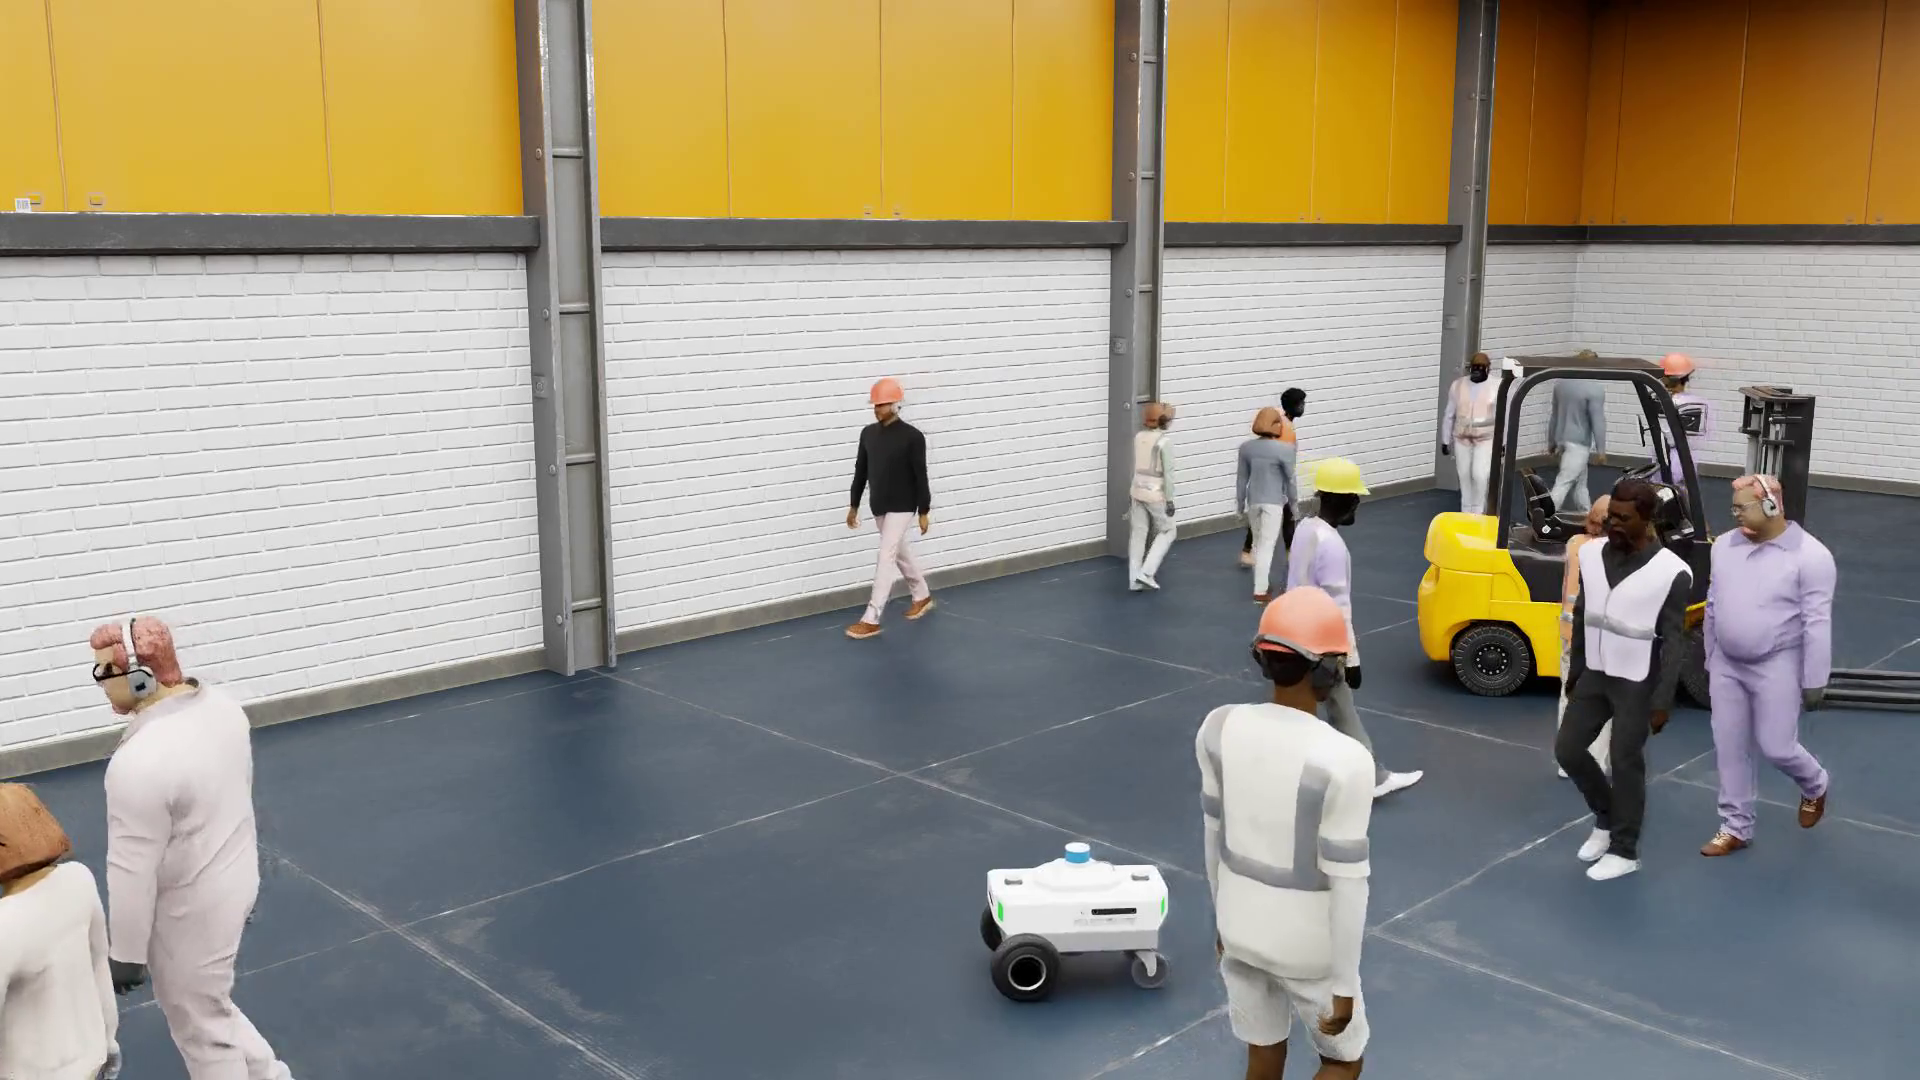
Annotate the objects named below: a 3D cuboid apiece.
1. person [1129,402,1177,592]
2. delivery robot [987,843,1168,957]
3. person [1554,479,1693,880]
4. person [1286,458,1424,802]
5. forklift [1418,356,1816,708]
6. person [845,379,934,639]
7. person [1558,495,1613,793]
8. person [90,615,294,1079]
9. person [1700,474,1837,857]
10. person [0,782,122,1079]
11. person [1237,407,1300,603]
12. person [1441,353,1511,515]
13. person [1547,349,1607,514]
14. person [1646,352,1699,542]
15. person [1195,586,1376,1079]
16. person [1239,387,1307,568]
[{"bbox_3d":[1.612,-0.347,13.966,0.377,1.620,0.597,-6,12,-30],"label":"person"},{"bbox_3d":[0.474,1.469,6.730,0.707,0.478,0.477,-1,10,-5],"label":"delivery robot"},{"bbox_3d":[3.072,0.652,7.756,0.452,1.904,0.627,-6,12,-29],"label":"person"},{"bbox_3d":[1.935,0.507,8.640,1.018,1.868,0.615,0,10,2],"label":"person"},{"bbox_3d":[4.276,-0.101,11.076,2.313,2.155,1.214,2,11,13],"label":"forklift"},{"bbox_3d":[-0.518,-0.275,12.735,0.626,1.946,1.063,9,14,41],"label":"person"},{"bbox_3d":[3.446,0.561,9.035,0.326,1.623,0.593,-3,11,-18],"label":"person"},{"bbox_3d":[-2.400,1.143,5.143,0.409,1.884,0.652,-1,10,-4],"label":"person"},{"bbox_3d":[3.953,0.601,8.141,0.709,1.872,0.651,-6,12,-30],"label":"person"},{"bbox_3d":[-2.477,1.418,4.360,0.623,1.610,0.521,0,10,1],"label":"person"},{"bbox_3d":[2.540,-0.297,13.753,0.505,1.630,0.441,10,14,42],"label":"person"},{"bbox_3d":[5.243,-1.004,17.026,0.665,1.815,0.635,7,12,33],"label":"person"},{"bbox_3d":[6.161,-0.932,16.436,0.951,1.878,0.666,-3,11,-16],"label":"person"},{"bbox_3d":[6.159,-0.595,14.261,0.787,2.024,0.609,9,14,42],"label":"person"},{"bbox_3d":[0.934,1.135,4.798,0.470,2.025,0.602,-10,14,-42],"label":"person"},{"bbox_3d":[2.891,-0.549,14.956,0.777,1.650,0.549,2,11,11],"label":"person"}]
